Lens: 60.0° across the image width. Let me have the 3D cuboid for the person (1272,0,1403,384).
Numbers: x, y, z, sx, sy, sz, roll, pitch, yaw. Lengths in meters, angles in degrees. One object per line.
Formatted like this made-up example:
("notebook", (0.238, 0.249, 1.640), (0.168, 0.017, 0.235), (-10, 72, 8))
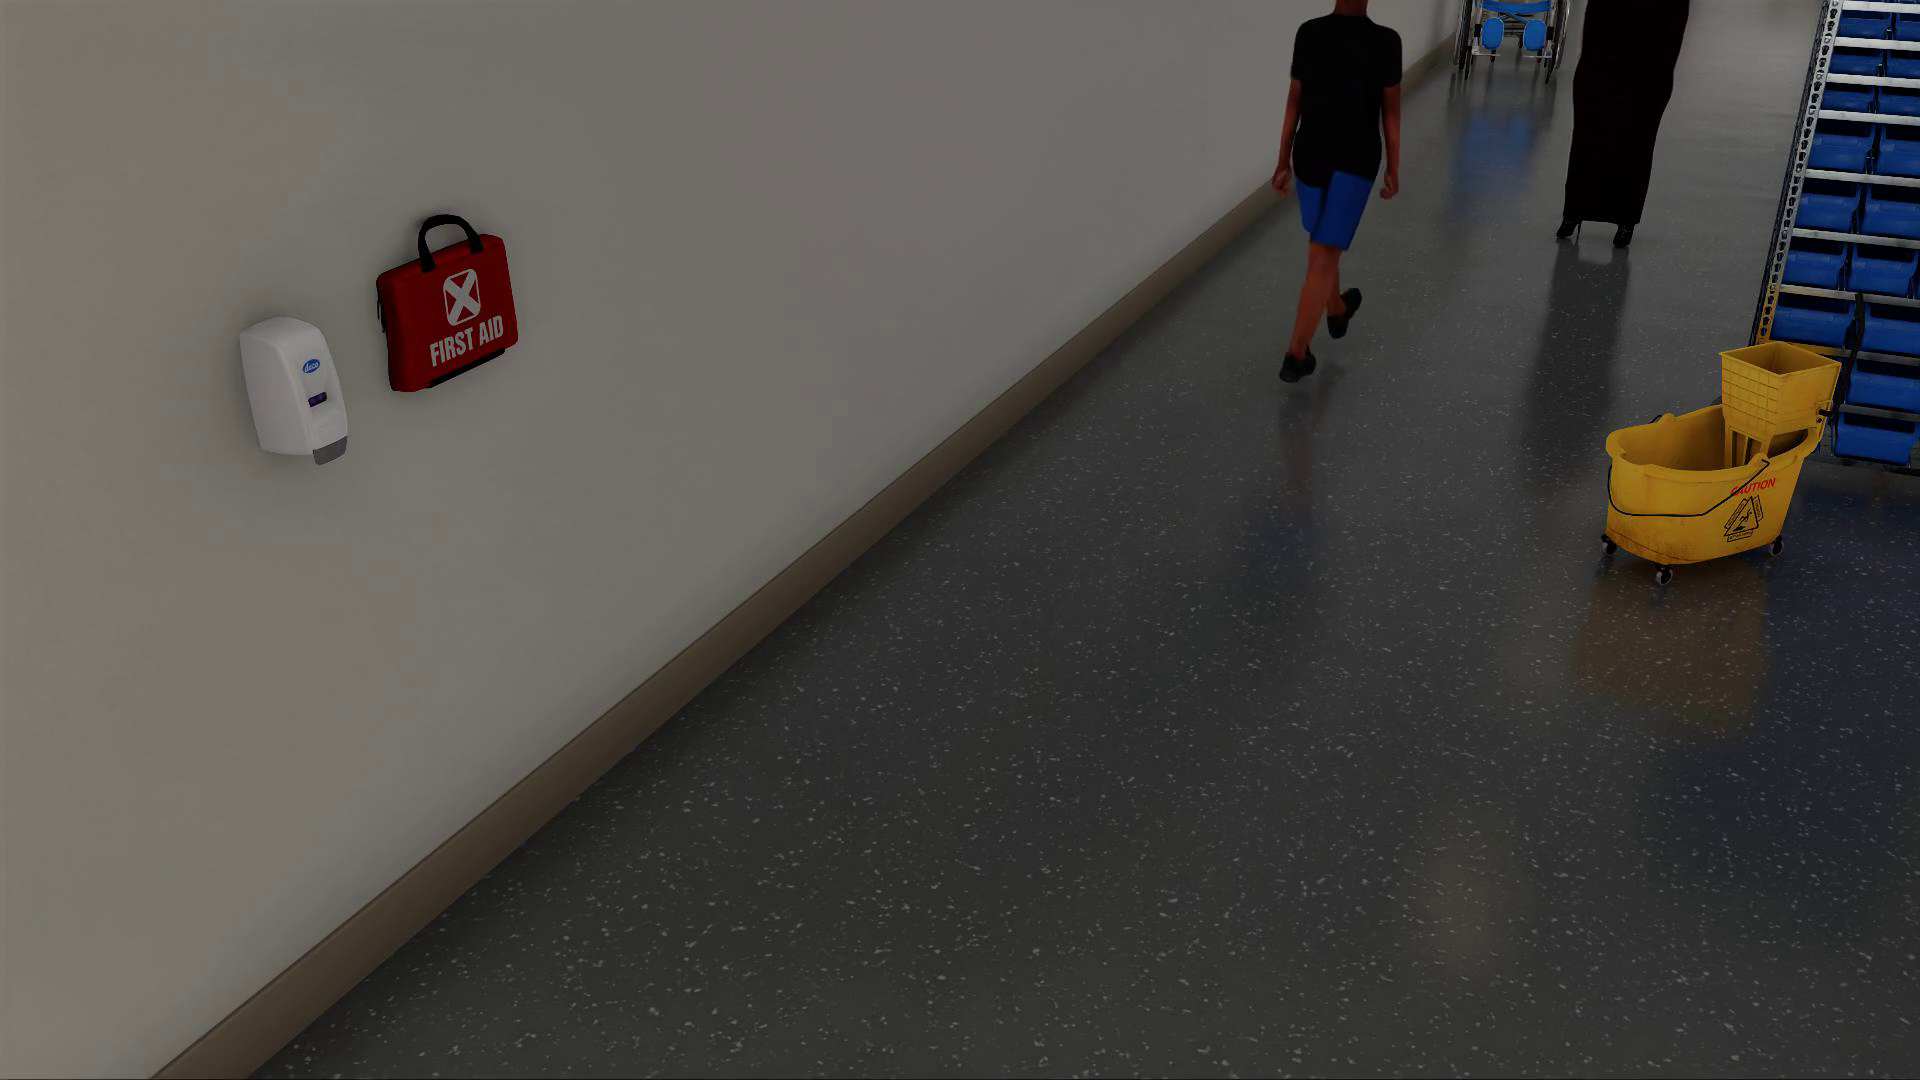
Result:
("person", (1.494, -1.485, 6.733), (1.121, 1.743, 0.779), (15, 30, 28))

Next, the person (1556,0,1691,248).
("person", (3.469, -2.426, 8.669), (0.622, 1.757, 0.778), (19, 32, 34))
